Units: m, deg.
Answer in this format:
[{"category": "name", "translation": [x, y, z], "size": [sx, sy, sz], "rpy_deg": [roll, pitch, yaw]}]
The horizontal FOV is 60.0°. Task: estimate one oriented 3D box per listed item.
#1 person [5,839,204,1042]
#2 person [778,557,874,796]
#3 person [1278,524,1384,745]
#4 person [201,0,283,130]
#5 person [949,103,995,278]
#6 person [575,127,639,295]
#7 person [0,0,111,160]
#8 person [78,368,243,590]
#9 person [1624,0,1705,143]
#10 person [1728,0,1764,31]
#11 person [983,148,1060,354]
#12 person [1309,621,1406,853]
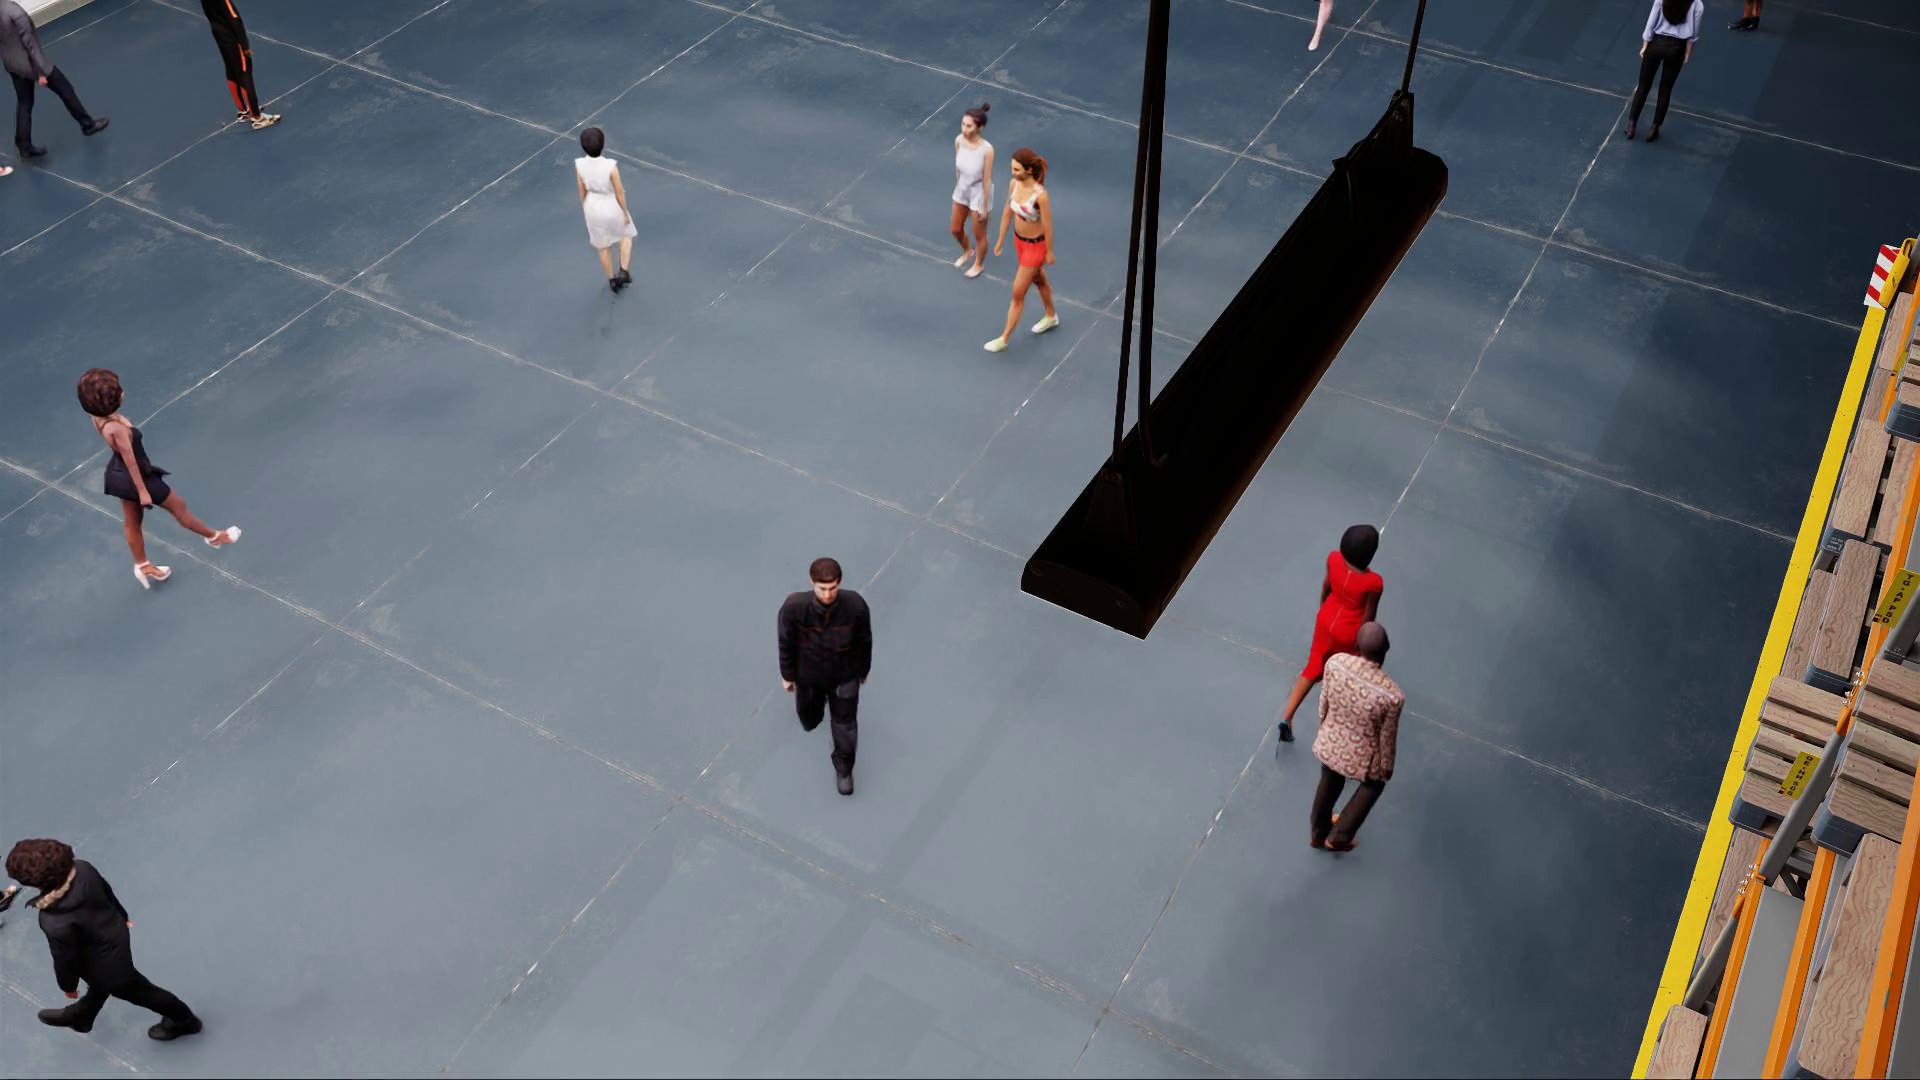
[{"category": "person", "translation": [-4.415, 2.139, 8.717], "size": [1.104, 1.740, 1.098], "rpy_deg": [-6, 44, -6]}, {"category": "person", "translation": [-0.819, 0.738, 10.128], "size": [1.017, 1.823, 1.116], "rpy_deg": [-4, 44, -4]}, {"category": "person", "translation": [2.310, 0.612, 10.345], "size": [1.138, 1.707, 0.781], "rpy_deg": [-34, 53, -31]}, {"category": "person", "translation": [-7.043, -4.857, 16.012], "size": [0.654, 1.808, 0.599], "rpy_deg": [32, 52, 29]}, {"category": "person", "translation": [0.179, -2.987, 14.197], "size": [0.579, 1.604, 0.572], "rpy_deg": [28, 50, 26]}, {"category": "person", "translation": [-2.987, -2.711, 13.950], "size": [0.666, 1.546, 0.716], "rpy_deg": [5, 44, 5]}, {"category": "person", "translation": [-8.782, -4.421, 15.565], "size": [0.815, 1.794, 1.220], "rpy_deg": [17, 46, 17]}, {"category": "person", "translation": [-5.694, -0.357, 11.323], "size": [0.722, 1.759, 1.031], "rpy_deg": [32, 52, 29]}, {"category": "person", "translation": [6.700, -4.625, 15.815], "size": [0.678, 1.744, 0.598], "rpy_deg": [15, 46, 15]}, {"category": "person", "translation": [8.587, -6.005, 17.625], "size": [0.640, 1.246, 0.576], "rpy_deg": [7, 44, 8]}, {"category": "person", "translation": [0.646, -2.401, 13.472], "size": [1.130, 1.756, 0.878], "rpy_deg": [-27, 50, -26]}, {"category": "person", "translation": [2.225, 1.238, 9.632], "size": [0.785, 1.783, 0.745], "rpy_deg": [34, 53, 30]}]
